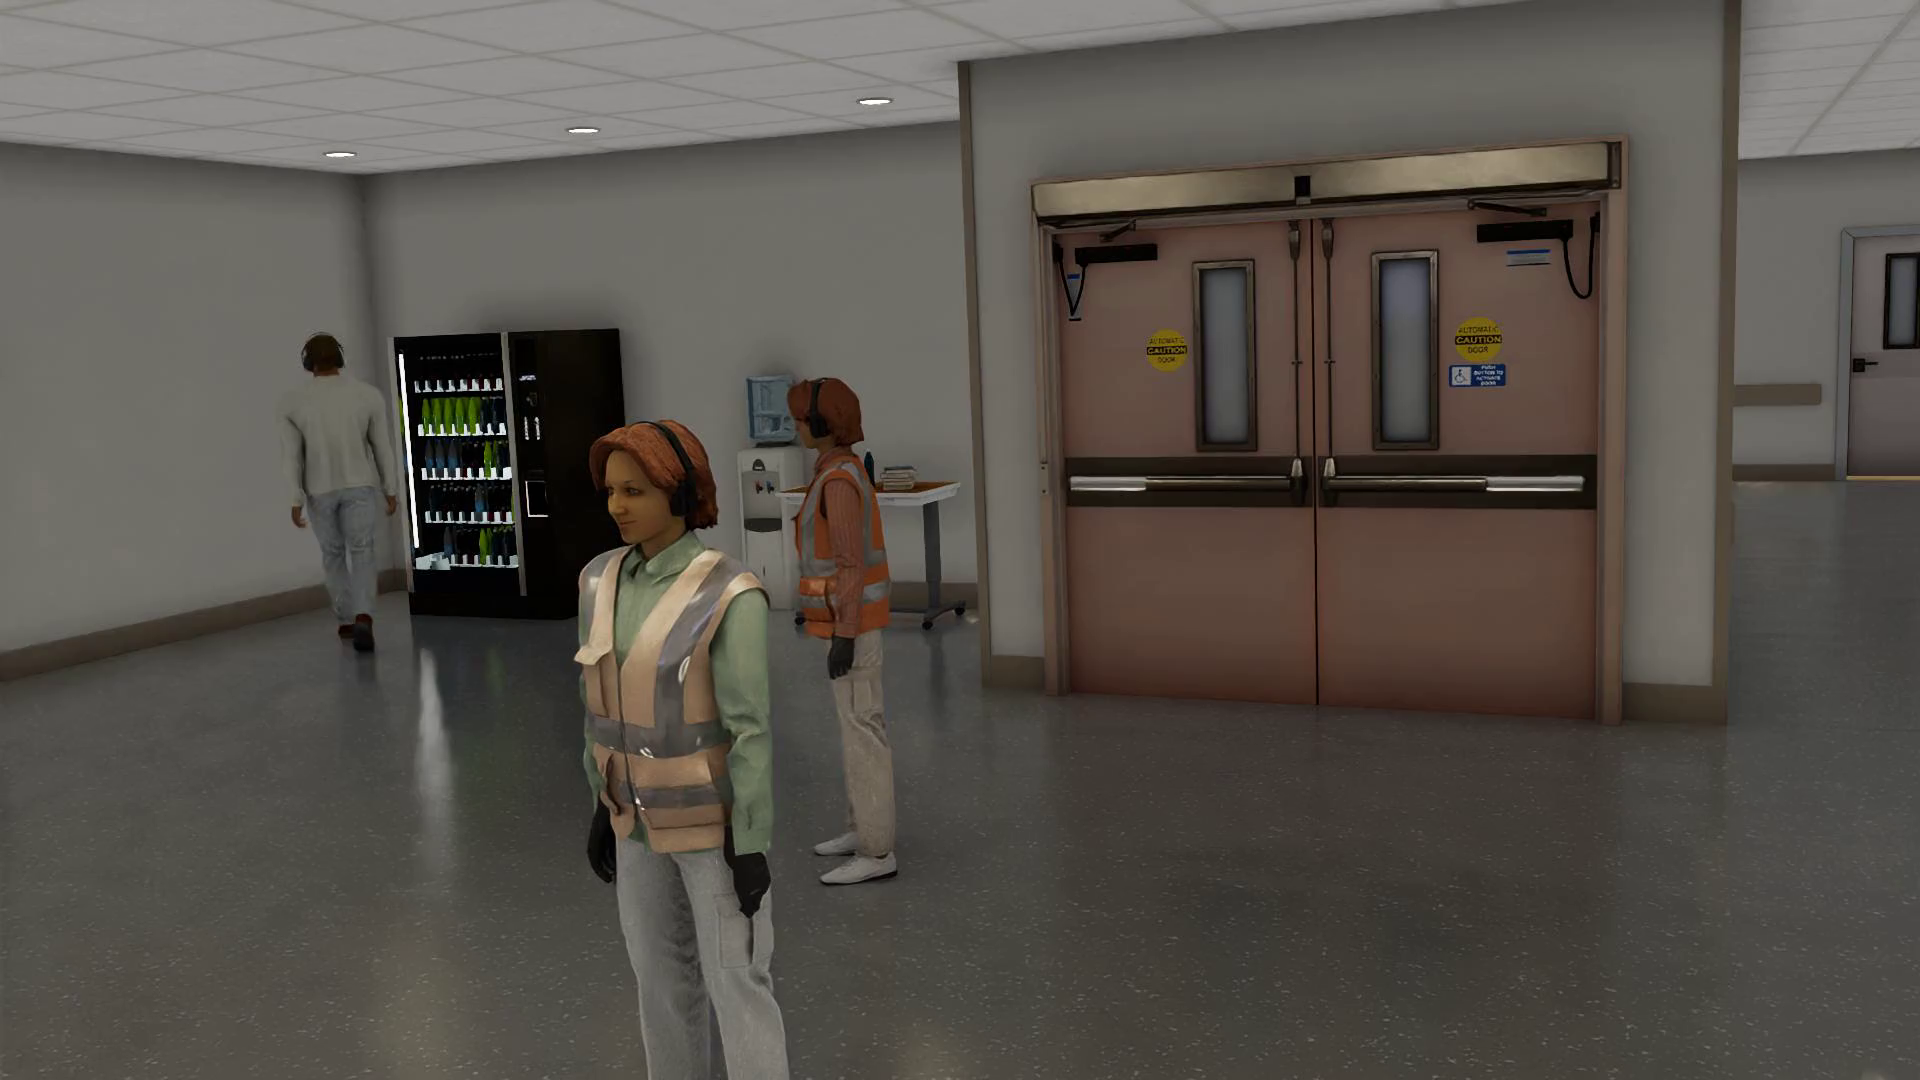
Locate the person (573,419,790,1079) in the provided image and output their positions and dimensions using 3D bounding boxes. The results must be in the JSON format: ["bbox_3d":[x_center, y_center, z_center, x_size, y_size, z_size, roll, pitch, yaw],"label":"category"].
[{"bbox_3d":[-0.545,0.576,3.292,0.508,1.629,0.315,4,10,40],"label":"person"}]

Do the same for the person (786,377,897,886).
[{"bbox_3d":[-0.373,0.291,5.401,0.315,1.636,0.515,-3,7,-5],"label":"person"}]

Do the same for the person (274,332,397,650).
[{"bbox_3d":[-3.706,-0.294,9.936,0.642,1.915,0.887,-5,8,-20],"label":"person"}]
